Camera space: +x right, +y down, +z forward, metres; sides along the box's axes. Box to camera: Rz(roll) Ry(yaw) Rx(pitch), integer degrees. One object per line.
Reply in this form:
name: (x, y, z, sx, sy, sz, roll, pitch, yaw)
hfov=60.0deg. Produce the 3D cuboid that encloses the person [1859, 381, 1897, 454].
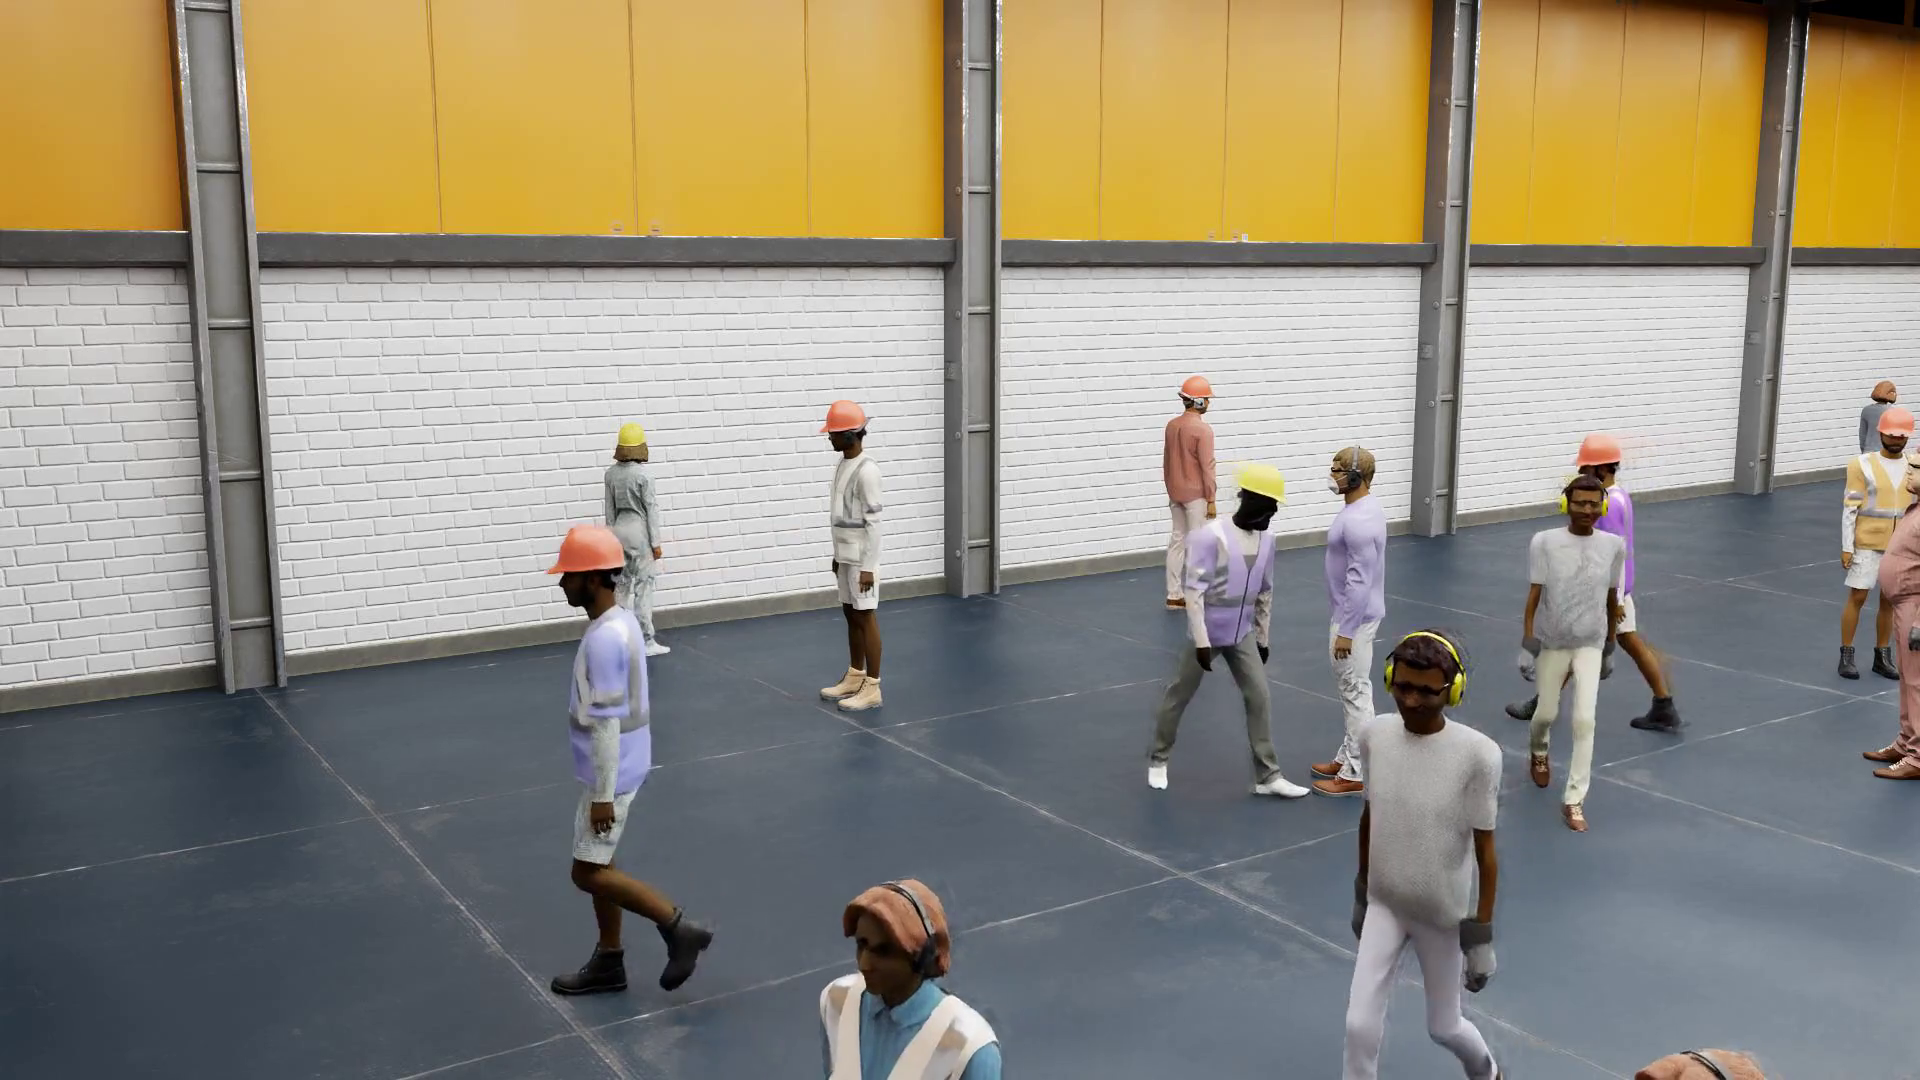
person: (10.204, -0.951, 18.453, 0.286, 1.635, 0.497, -4, 10, -20)

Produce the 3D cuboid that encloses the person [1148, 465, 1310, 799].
person: (1.431, 0.497, 9.134, 0.646, 1.851, 0.870, -6, 11, -34)

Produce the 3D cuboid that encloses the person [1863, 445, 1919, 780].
person: (5.435, 0.406, 9.454, 0.409, 1.913, 0.642, 4, 10, 21)

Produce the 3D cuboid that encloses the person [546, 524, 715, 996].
person: (-1.330, 0.887, 6.529, 0.553, 1.917, 0.559, -2, 10, -9)

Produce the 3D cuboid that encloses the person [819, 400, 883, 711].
person: (-0.710, 0.102, 10.905, 0.394, 2.038, 0.605, -4, 10, -22)

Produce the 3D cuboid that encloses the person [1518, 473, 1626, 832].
person: (3.238, 0.541, 8.860, 0.523, 1.847, 0.856, 2, 10, 11)

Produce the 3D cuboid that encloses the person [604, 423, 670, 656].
person: (-2.423, -0.003, 12.413, 0.493, 1.746, 0.282, 6, 11, 31)

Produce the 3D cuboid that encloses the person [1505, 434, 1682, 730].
person: (4.055, 0.269, 10.418, 1.050, 1.874, 0.573, 4, 10, 25)

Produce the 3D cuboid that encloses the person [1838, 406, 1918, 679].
person: (6.481, 0.027, 11.662, 0.550, 1.933, 0.375, 1, 9, 4)

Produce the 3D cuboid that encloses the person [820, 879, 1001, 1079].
person: (-0.109, 1.519, 3.698, 0.529, 1.595, 0.847, 7, 11, 35)

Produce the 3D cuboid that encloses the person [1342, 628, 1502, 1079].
person: (1.478, 1.148, 5.260, 0.536, 1.826, 0.903, 9, 13, 43)

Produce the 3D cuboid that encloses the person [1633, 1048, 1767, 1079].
person: (1.260, 1.645, 2.884, 0.702, 1.613, 0.533, -2, 10, -11)

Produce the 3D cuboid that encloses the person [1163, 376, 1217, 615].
person: (1.939, -0.372, 13.882, 0.381, 1.994, 0.622, -5, 11, -29)

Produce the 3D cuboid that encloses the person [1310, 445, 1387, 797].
person: (2.146, 0.443, 9.149, 0.372, 1.940, 0.632, 2, 10, 13)
